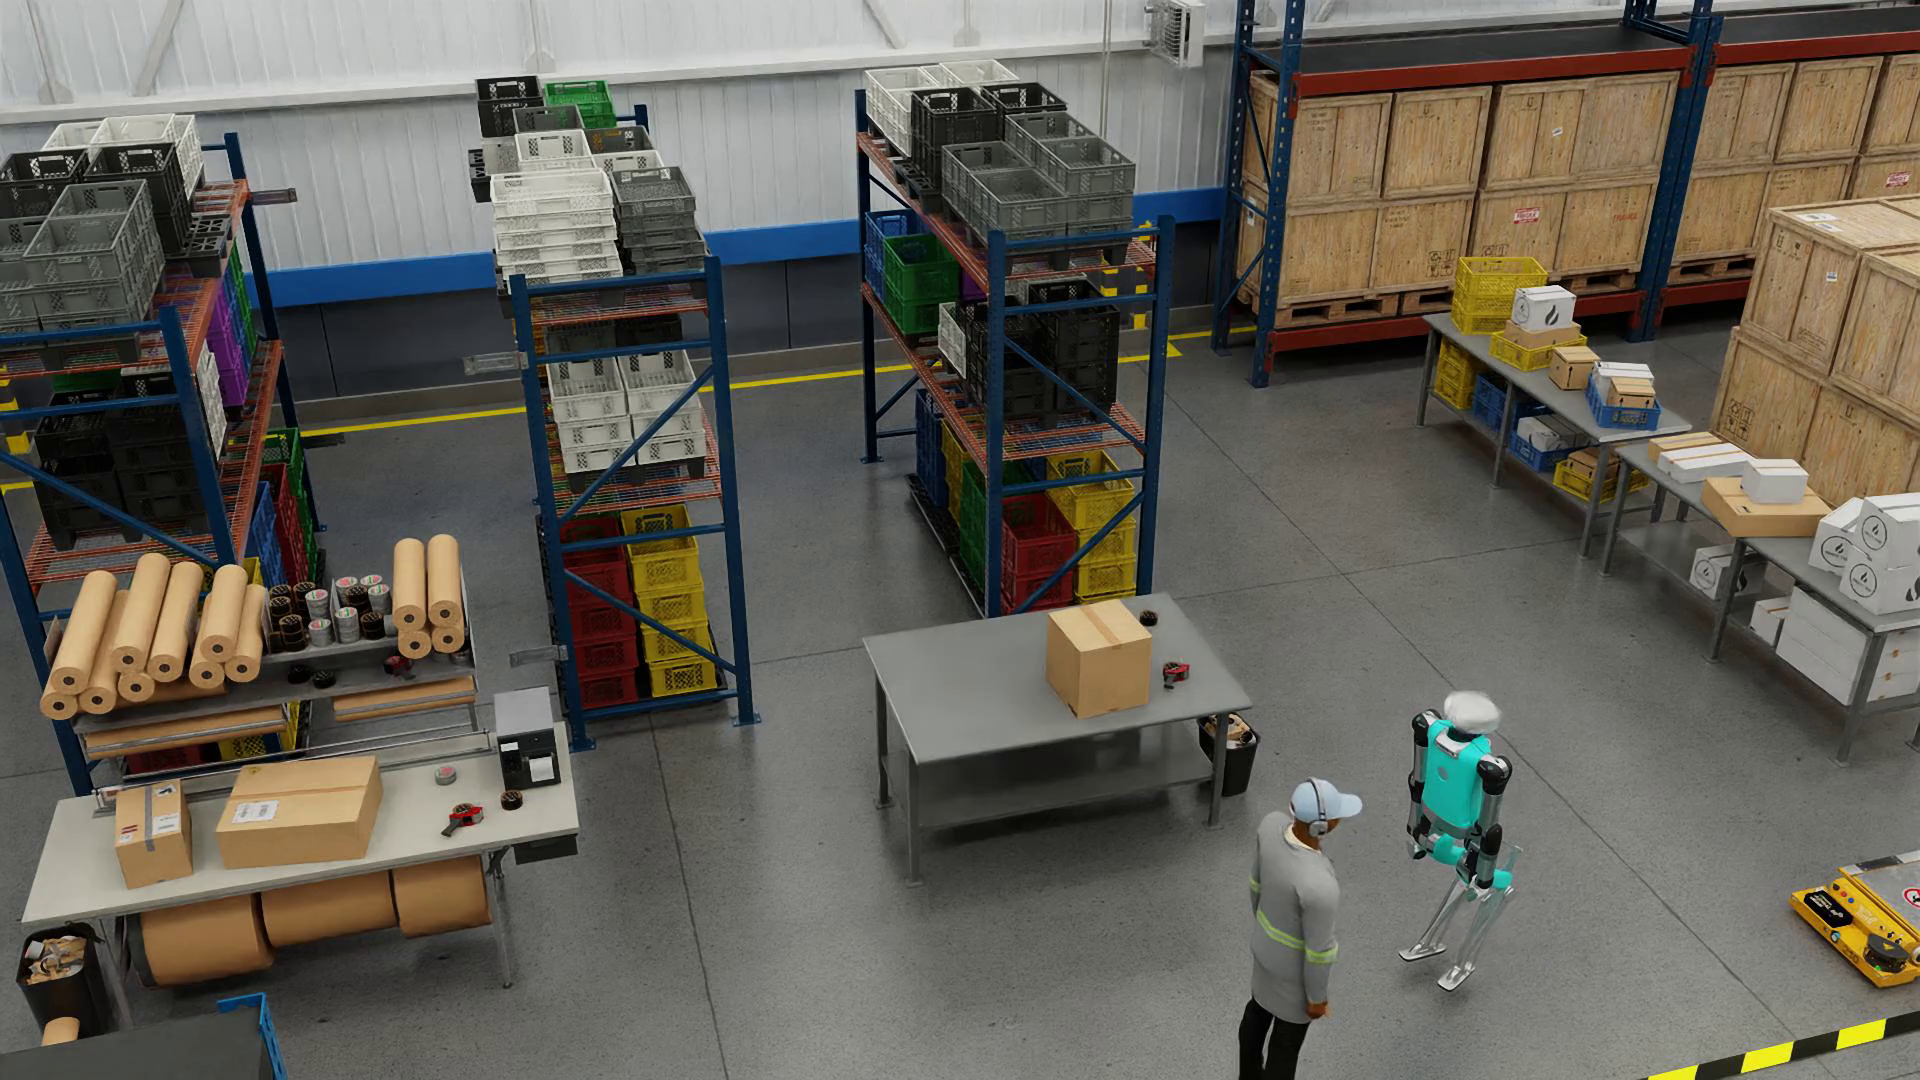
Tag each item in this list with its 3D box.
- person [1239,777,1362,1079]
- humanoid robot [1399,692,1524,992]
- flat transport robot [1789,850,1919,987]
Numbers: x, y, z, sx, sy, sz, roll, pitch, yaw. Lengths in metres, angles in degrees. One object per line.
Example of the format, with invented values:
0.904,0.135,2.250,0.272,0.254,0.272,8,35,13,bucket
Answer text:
1.463,1.797,7.248,0.398,1.852,0.589,-8,30,-14,person
2.483,1.393,7.962,0.735,1.677,0.533,-17,33,-28,humanoid robot
5.163,1.916,8.676,1.431,0.231,0.659,-8,30,-14,flat transport robot
